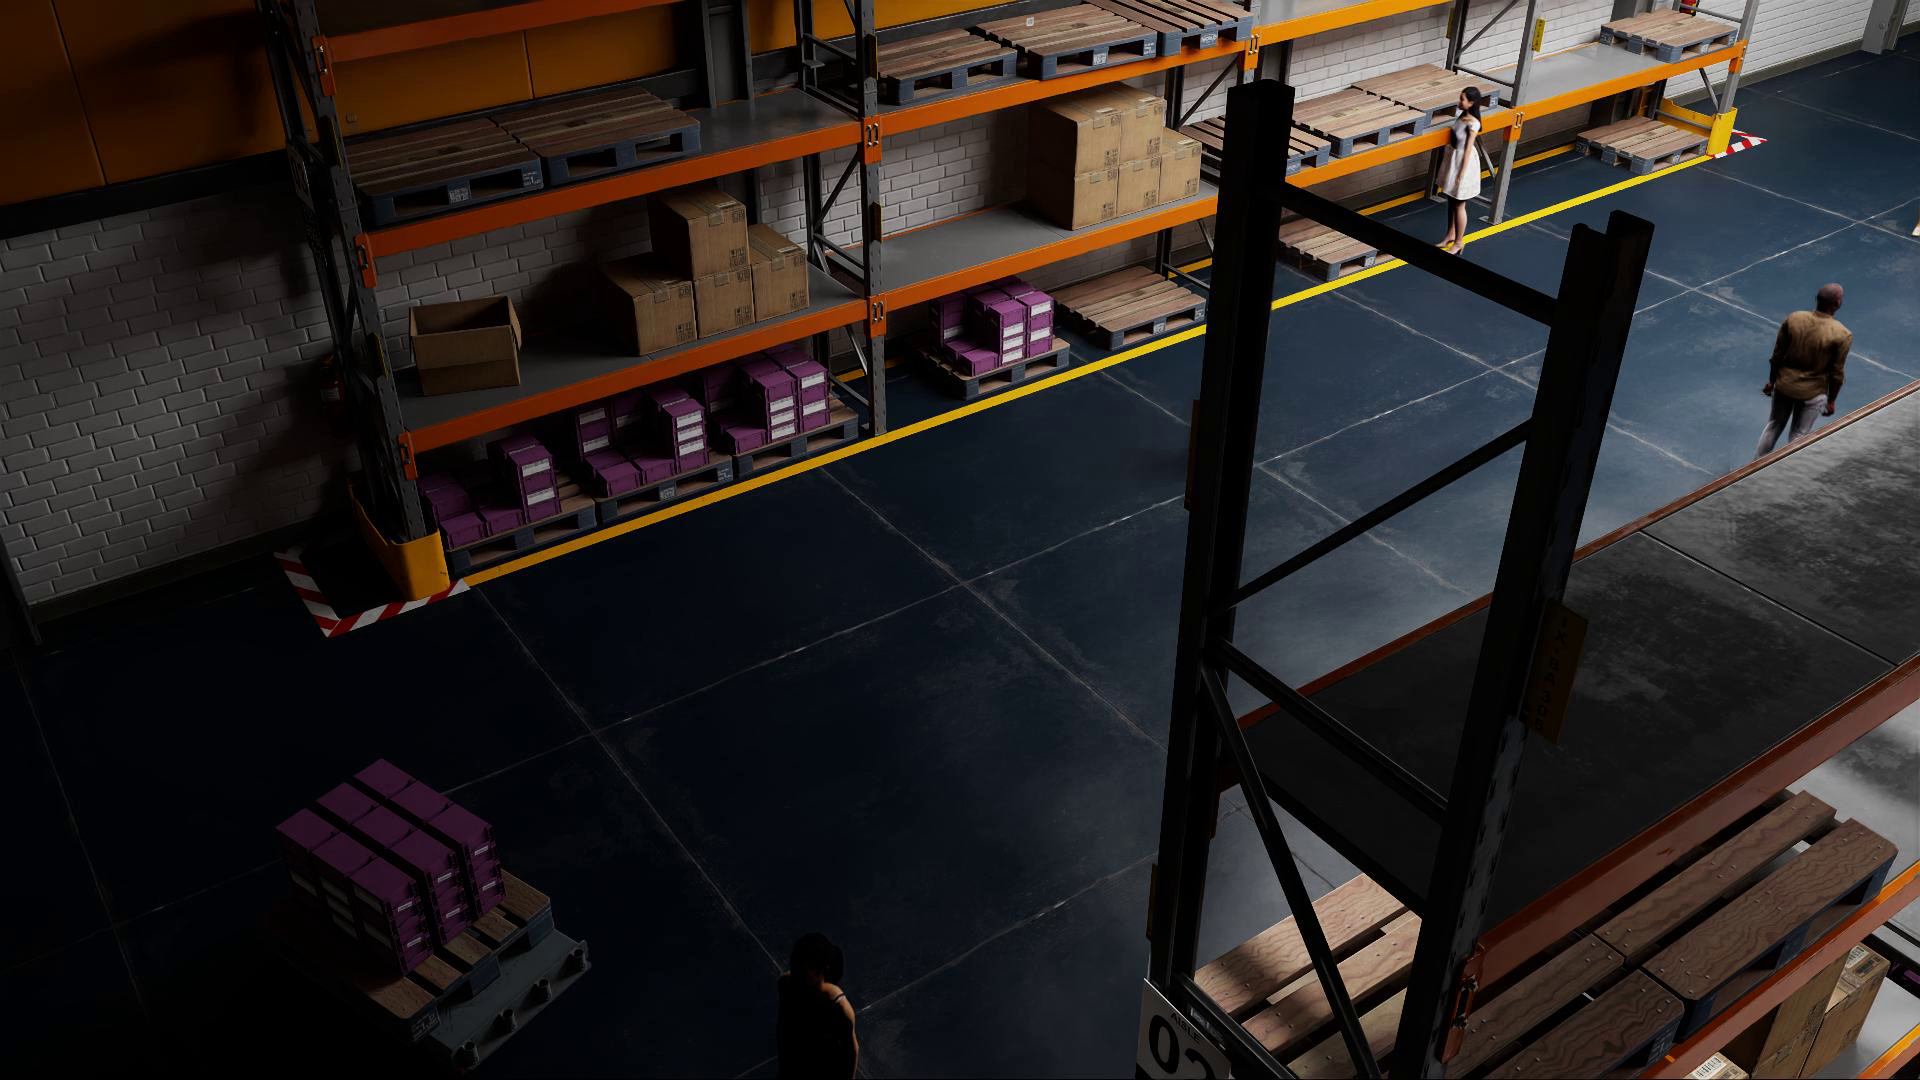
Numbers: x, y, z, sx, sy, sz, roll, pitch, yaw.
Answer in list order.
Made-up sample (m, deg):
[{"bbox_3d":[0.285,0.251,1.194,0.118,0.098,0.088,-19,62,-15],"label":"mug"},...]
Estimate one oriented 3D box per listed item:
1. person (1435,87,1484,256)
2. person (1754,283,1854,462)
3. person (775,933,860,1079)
[{"bbox_3d":[5.121,-3.769,17.036,0.810,1.769,0.781,-1,34,-2],"label":"person"},{"bbox_3d":[6.600,-1.171,13.077,0.585,1.825,0.745,-25,41,-33],"label":"person"},{"bbox_3d":[-0.645,2.460,7.701,0.651,1.729,0.655,19,38,26],"label":"person"}]
